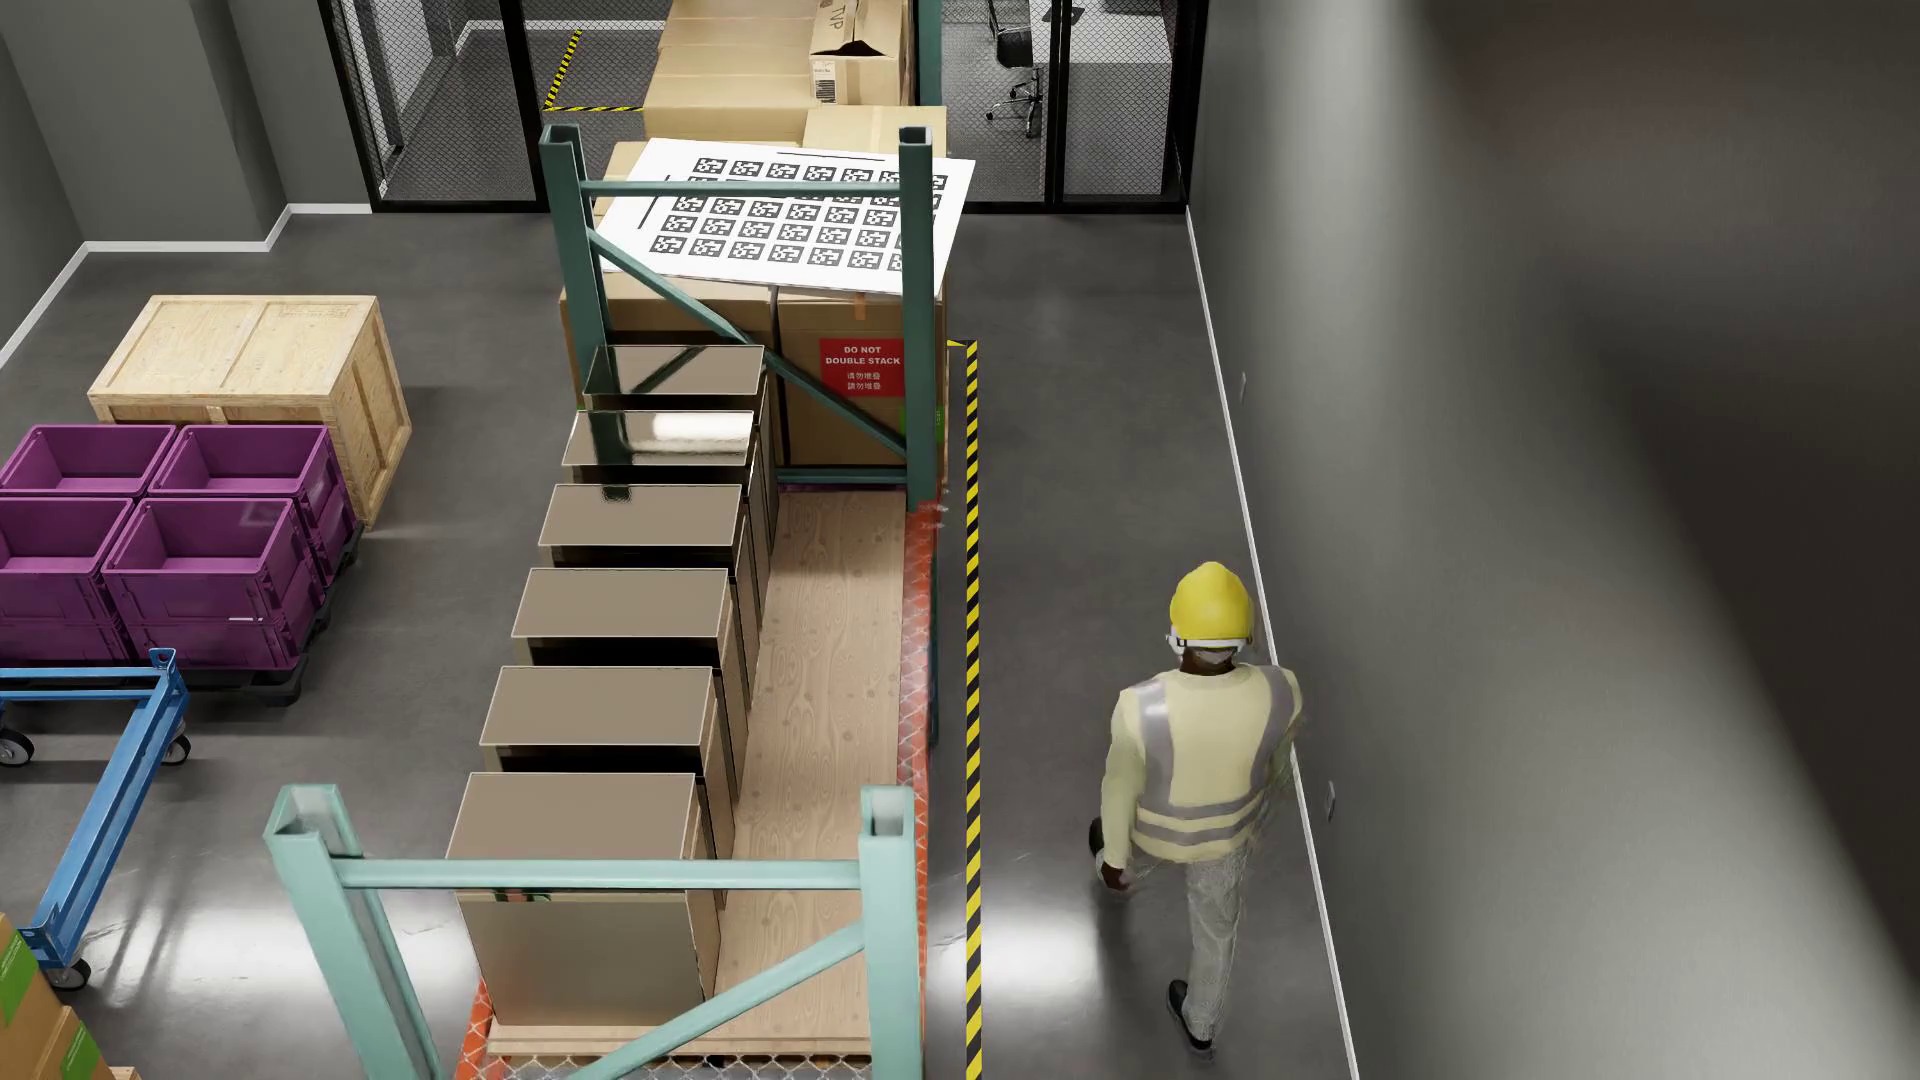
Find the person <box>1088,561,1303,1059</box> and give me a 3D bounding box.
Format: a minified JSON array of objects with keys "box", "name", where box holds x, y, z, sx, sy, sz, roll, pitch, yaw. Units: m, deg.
[{"box":[0.686,0.757,5.142,0.608,1.775,0.928,-6,42,-7],"name":"person"}]
